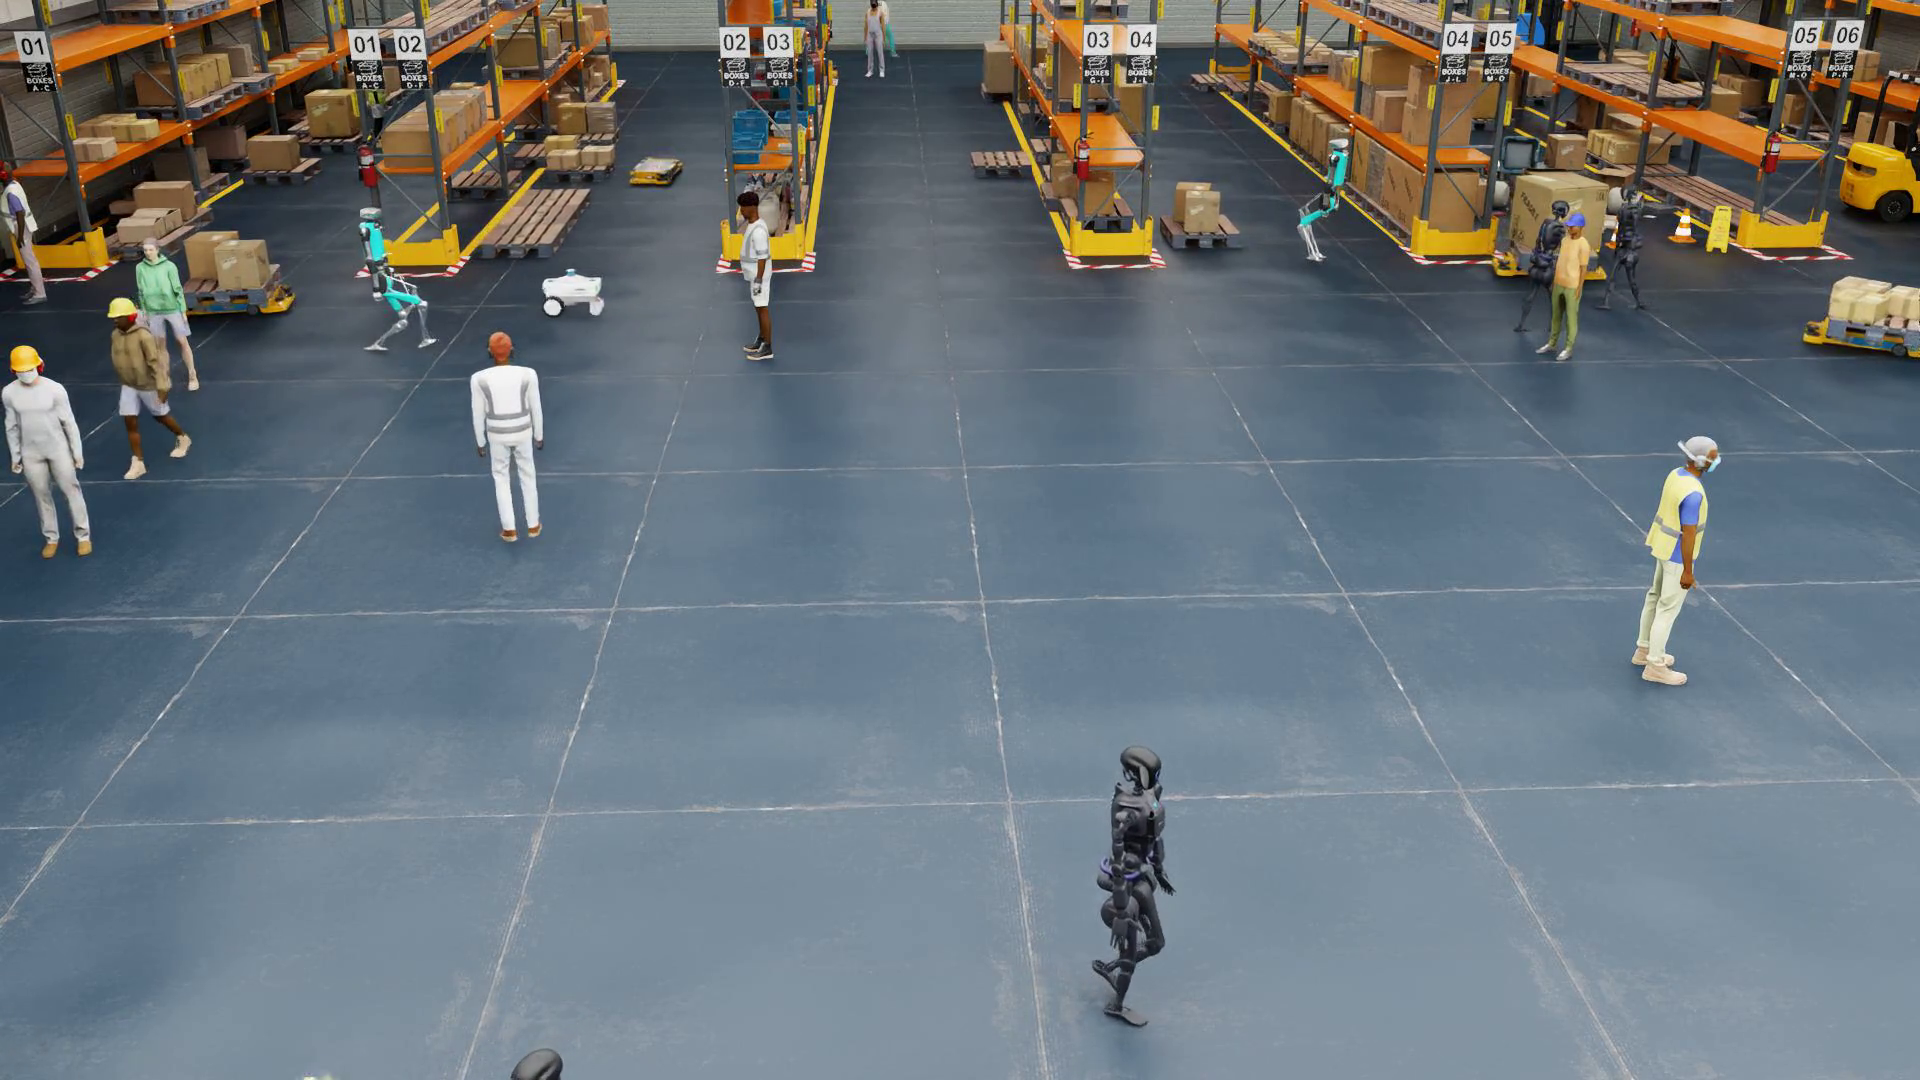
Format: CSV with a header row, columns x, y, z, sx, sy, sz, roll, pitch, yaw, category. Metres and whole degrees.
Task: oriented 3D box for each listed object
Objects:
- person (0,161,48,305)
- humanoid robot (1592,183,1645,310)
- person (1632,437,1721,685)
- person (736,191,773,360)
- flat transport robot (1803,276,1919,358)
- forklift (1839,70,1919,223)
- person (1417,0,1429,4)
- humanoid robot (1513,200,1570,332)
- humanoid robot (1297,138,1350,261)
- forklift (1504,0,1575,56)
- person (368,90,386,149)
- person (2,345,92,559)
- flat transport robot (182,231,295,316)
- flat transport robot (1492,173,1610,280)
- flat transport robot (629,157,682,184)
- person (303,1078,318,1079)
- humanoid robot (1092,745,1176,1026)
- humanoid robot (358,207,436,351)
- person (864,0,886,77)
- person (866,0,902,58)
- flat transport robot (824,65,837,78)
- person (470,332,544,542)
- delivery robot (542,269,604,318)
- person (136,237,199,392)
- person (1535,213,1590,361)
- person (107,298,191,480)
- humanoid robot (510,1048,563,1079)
x,y,z,sx,sy,sz,roll,pitch,yaw,category
-12.106,-3.967,21.446,0.396,1.846,0.563,-13,27,-27,person
8.507,-3.706,21.154,0.685,1.640,0.612,0,24,0,humanoid robot
5.233,0.134,12.180,0.386,1.889,0.549,3,24,6,person
-2.367,-3.076,19.308,0.373,1.959,0.602,-5,24,-11,person
10.942,-2.433,19.938,1.431,0.231,0.659,14,27,28,flat transport robot
15.132,-6.143,25.915,2.313,2.155,1.214,-1,24,-2,forklift
11.686,-13.049,41.914,0.377,1.796,0.604,-13,27,-27,person
7.165,-3.332,20.251,0.633,1.632,0.609,-5,25,-12,humanoid robot
5.027,-4.780,23.314,0.720,1.714,0.530,14,27,28,humanoid robot
14.700,-13.805,42.301,1.873,2.768,1.129,-1,24,-2,forklift
-10.899,-8.201,31.154,0.322,1.690,0.532,-4,24,-9,person
-7.796,-0.755,14.183,0.569,1.889,0.389,-5,25,-12,person
-9.353,-3.064,21.357,1.431,0.231,0.659,-4,24,-10,flat transport robot
8.142,-3.789,22.987,1.431,0.231,0.659,4,24,9,flat transport robot
-5.269,-6.390,28.831,0.659,0.231,1.431,1,24,1,flat transport robot
-2.408,2.740,6.535,0.532,1.711,0.931,0,24,1,person
0.870,1.800,8.696,0.425,1.641,0.587,12,27,25,humanoid robot
-6.550,-3.016,19.513,1.036,1.774,0.542,-1,24,-2,humanoid robot
-2.007,-11.834,39.128,0.528,1.851,0.437,6,25,13,person
-1.964,-13.060,42.021,0.886,1.722,0.522,-9,25,-18,person
-3.632,-11.072,39.352,1.431,0.231,0.659,-1,24,-2,flat transport robot
-3.923,-0.898,14.511,0.584,1.880,0.353,-8,25,-16,person
-4.957,-3.141,21.201,0.815,0.614,0.499,-2,24,-4,delivery robot
-8.714,-2.477,18.243,0.471,1.733,0.326,-3,24,-7,person
7.032,-2.941,19.298,0.354,1.718,0.442,-11,26,-23,person
-7.902,-1.522,16.097,0.552,1.726,0.863,5,25,11,person
-1.603,2.675,6.741,0.588,1.636,0.582,12,27,25,humanoid robot
